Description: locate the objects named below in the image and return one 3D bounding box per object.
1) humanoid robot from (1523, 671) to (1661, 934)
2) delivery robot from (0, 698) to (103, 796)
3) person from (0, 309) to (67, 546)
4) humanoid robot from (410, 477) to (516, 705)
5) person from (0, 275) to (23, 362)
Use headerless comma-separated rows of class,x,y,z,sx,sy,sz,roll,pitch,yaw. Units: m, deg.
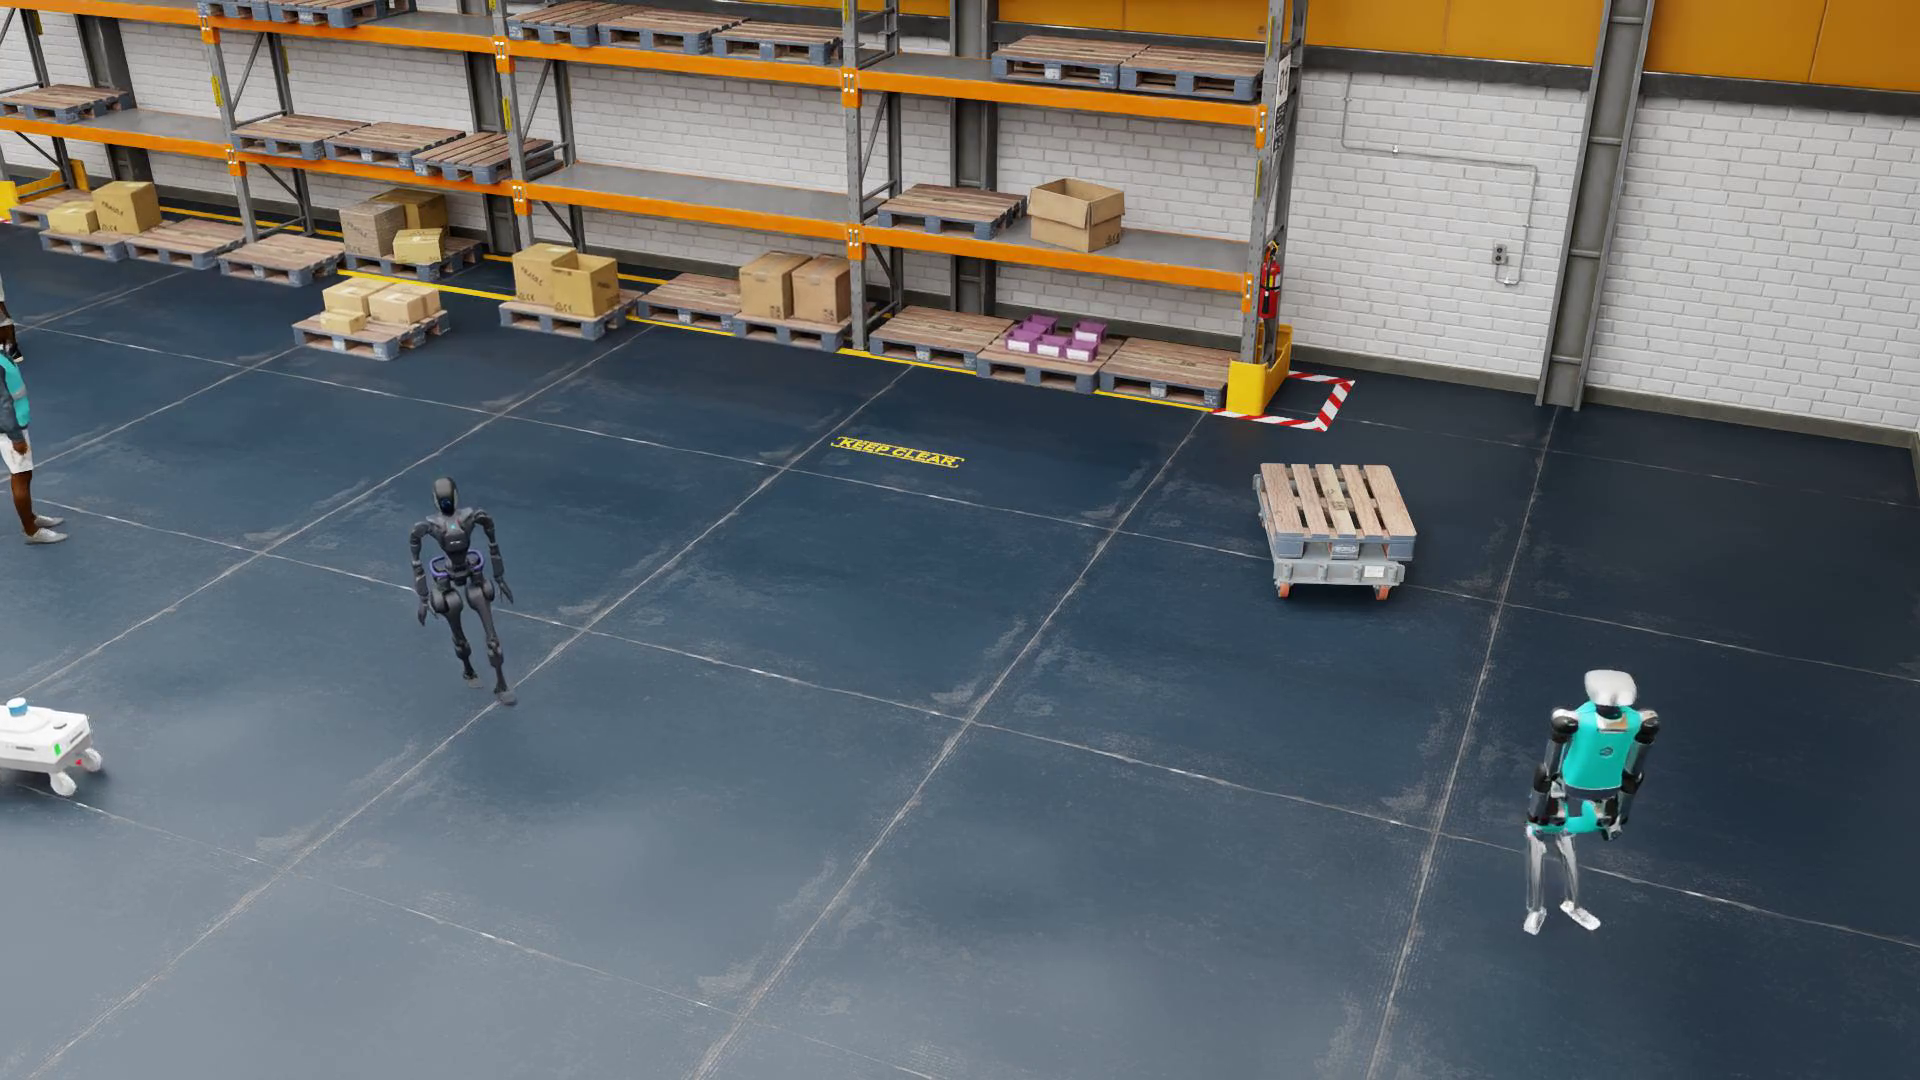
humanoid robot,3.208,1.335,8.734,0.559,1.756,0.793,1,27,1
delivery robot,-5.742,1.253,10.212,0.802,0.614,0.499,5,28,9
person,-7.334,-0.892,12.843,0.434,1.936,0.565,-14,30,-25
humanoid robot,-3.228,0.316,10.808,0.616,1.625,0.641,-13,30,-23
person,-9.602,-2.672,16.264,0.601,1.966,0.369,23,35,37
